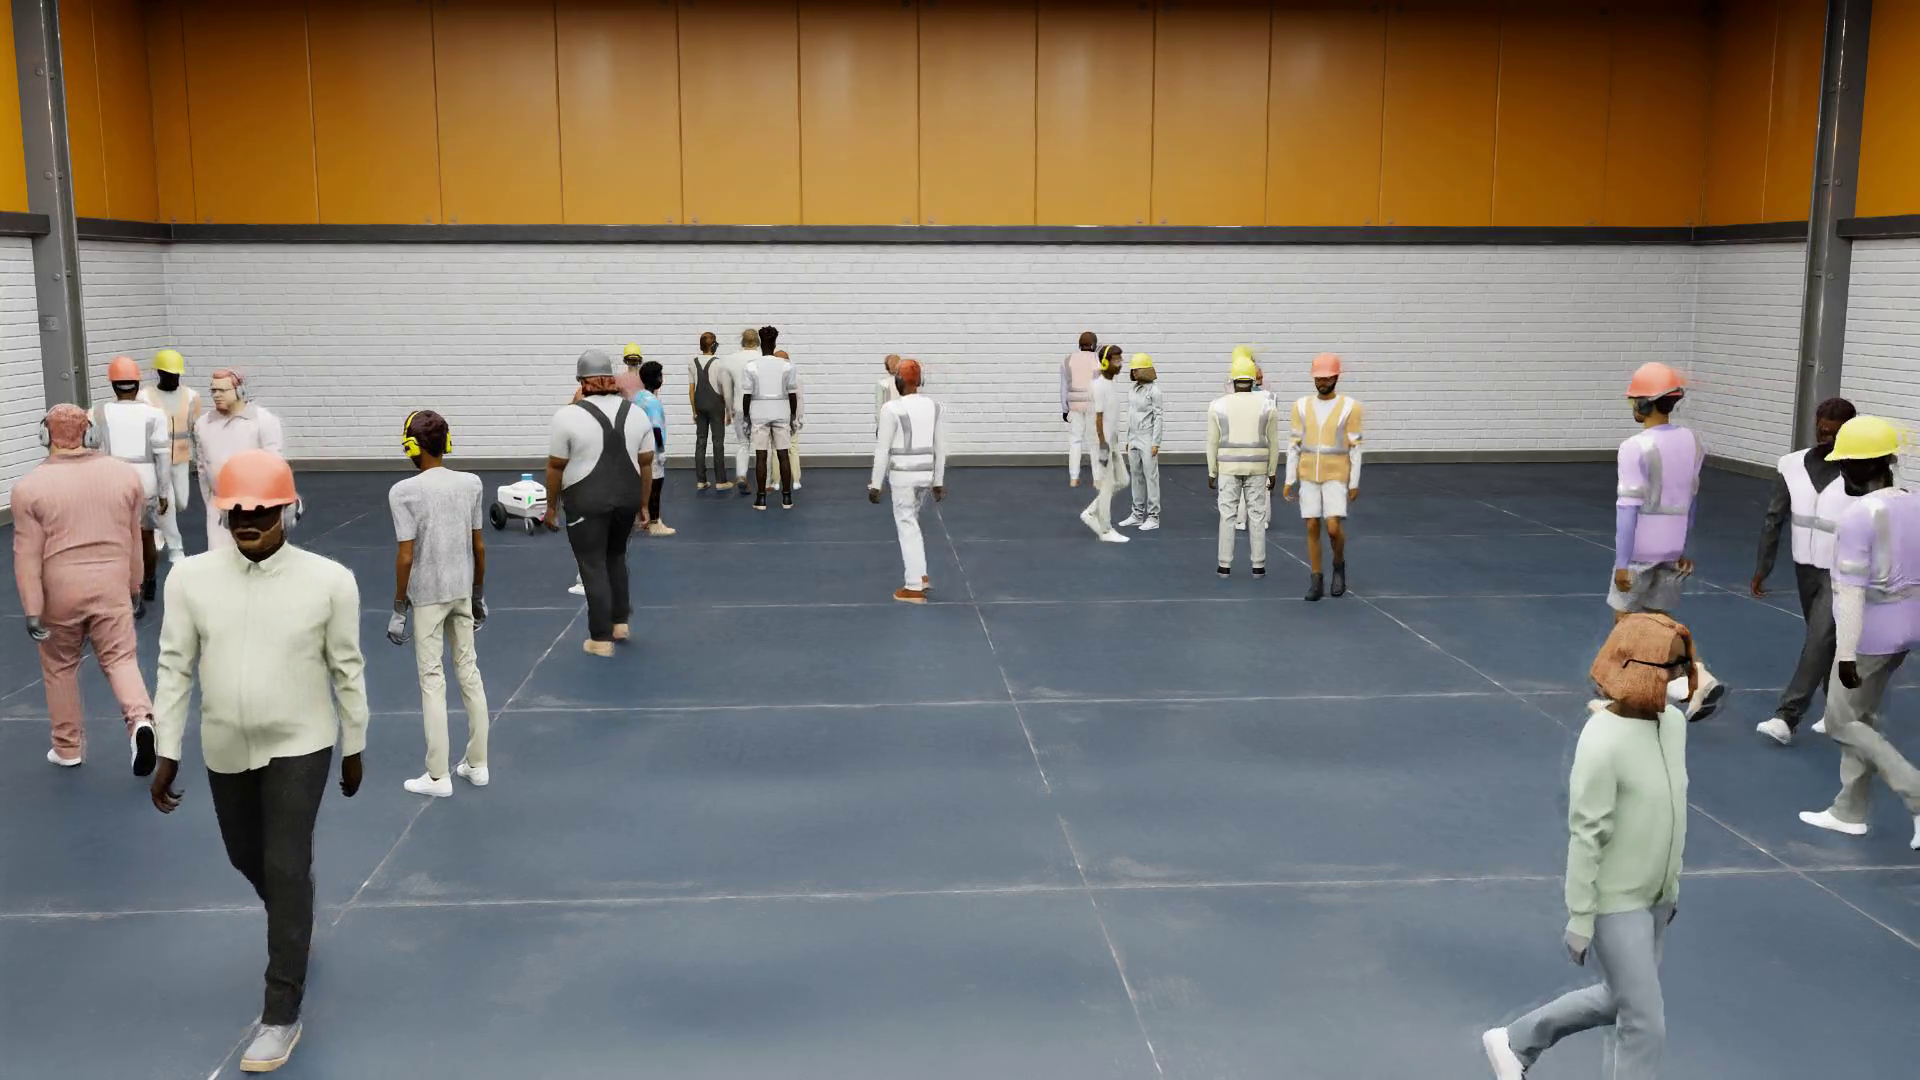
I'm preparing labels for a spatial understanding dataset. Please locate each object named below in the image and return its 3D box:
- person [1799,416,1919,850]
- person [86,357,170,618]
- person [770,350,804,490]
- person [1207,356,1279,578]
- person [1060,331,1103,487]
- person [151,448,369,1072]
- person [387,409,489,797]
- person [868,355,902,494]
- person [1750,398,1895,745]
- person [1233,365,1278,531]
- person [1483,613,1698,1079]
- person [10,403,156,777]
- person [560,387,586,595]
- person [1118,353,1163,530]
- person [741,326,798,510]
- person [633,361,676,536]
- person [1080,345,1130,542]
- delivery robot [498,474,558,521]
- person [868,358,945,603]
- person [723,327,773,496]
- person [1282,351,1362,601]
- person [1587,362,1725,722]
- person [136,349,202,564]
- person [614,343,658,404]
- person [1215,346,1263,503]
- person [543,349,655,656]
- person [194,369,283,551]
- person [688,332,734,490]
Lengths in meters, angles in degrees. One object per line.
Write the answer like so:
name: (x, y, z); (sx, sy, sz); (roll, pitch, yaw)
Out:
person: (4.015, 0.417, 7.198); (0.608, 1.903, 0.639); (-6, 11, -33)
person: (-6.180, -0.409, 12.394); (0.547, 1.882, 0.992); (-5, 10, -28)
person: (-2.066, -1.394, 19.386); (0.498, 1.633, 0.284); (-2, 9, -11)
person: (2.329, -0.593, 13.719); (0.587, 1.837, 0.404); (1, 9, 6)
person: (1.504, -1.540, 19.658); (0.634, 1.839, 0.429); (4, 10, 21)
person: (-2.297, 0.652, 5.559); (0.624, 1.962, 0.979); (-1, 9, -5)
person: (-2.516, 0.305, 8.012); (0.328, 1.861, 0.521); (8, 12, 39)
person: (-0.760, -1.281, 18.769); (0.545, 1.599, 0.809); (-5, 10, -27)
person: (4.575, 0.171, 8.864); (0.989, 1.849, 0.610); (-6, 11, -32)
person: (2.850, -0.897, 16.247); (0.514, 1.640, 0.309); (-1, 9, -9)
person: (1.785, 0.975, 4.594); (0.504, 1.612, 0.704); (-8, 12, -41)
person: (-4.342, 0.256, 8.278); (0.834, 1.874, 0.637); (9, 12, 43)
person: (-2.901, -0.385, 13.048); (0.507, 1.633, 0.278); (-8, 12, -40)
person: (1.785, -0.972, 16.396); (0.319, 1.741, 0.492); (-6, 11, -31)
person: (-2.036, -1.304, 17.776); (0.609, 1.965, 0.369); (-2, 9, -14)
person: (-2.955, -0.865, 15.877); (0.381, 1.685, 0.555); (-4, 10, -24)
person: (1.383, -0.899, 15.574); (0.420, 1.856, 0.564); (4, 10, 23)
delivery robot: (-4.221, -0.402, 16.241); (0.477, 0.478, 0.707); (-8, 12, -40)
person: (-0.430, -0.453, 12.740); (0.518, 1.870, 0.589); (8, 12, 43)
person: (-2.361, -1.428, 18.746); (0.633, 1.912, 0.555); (0, 9, 3)
person: (2.775, -0.483, 12.748); (0.553, 1.922, 0.394); (5, 10, 29)
person: (3.818, 0.047, 9.102); (0.621, 2.031, 0.668); (-5, 10, -28)
person: (-6.920, -0.732, 14.485); (0.754, 1.885, 0.596); (8, 12, 41)
person: (-3.549, -1.266, 18.167); (0.524, 1.770, 0.315); (-4, 10, -24)
person: (3.158, -1.287, 18.407); (0.529, 1.737, 0.843); (8, 12, 41)
person: (-2.452, -0.274, 11.080); (0.690, 2.000, 0.700); (-8, 12, -40)
person: (-5.021, -0.271, 11.654); (0.655, 1.860, 0.988); (0, 9, 2)
person: (-2.906, -1.497, 19.369); (0.509, 1.846, 0.341); (3, 10, 18)
